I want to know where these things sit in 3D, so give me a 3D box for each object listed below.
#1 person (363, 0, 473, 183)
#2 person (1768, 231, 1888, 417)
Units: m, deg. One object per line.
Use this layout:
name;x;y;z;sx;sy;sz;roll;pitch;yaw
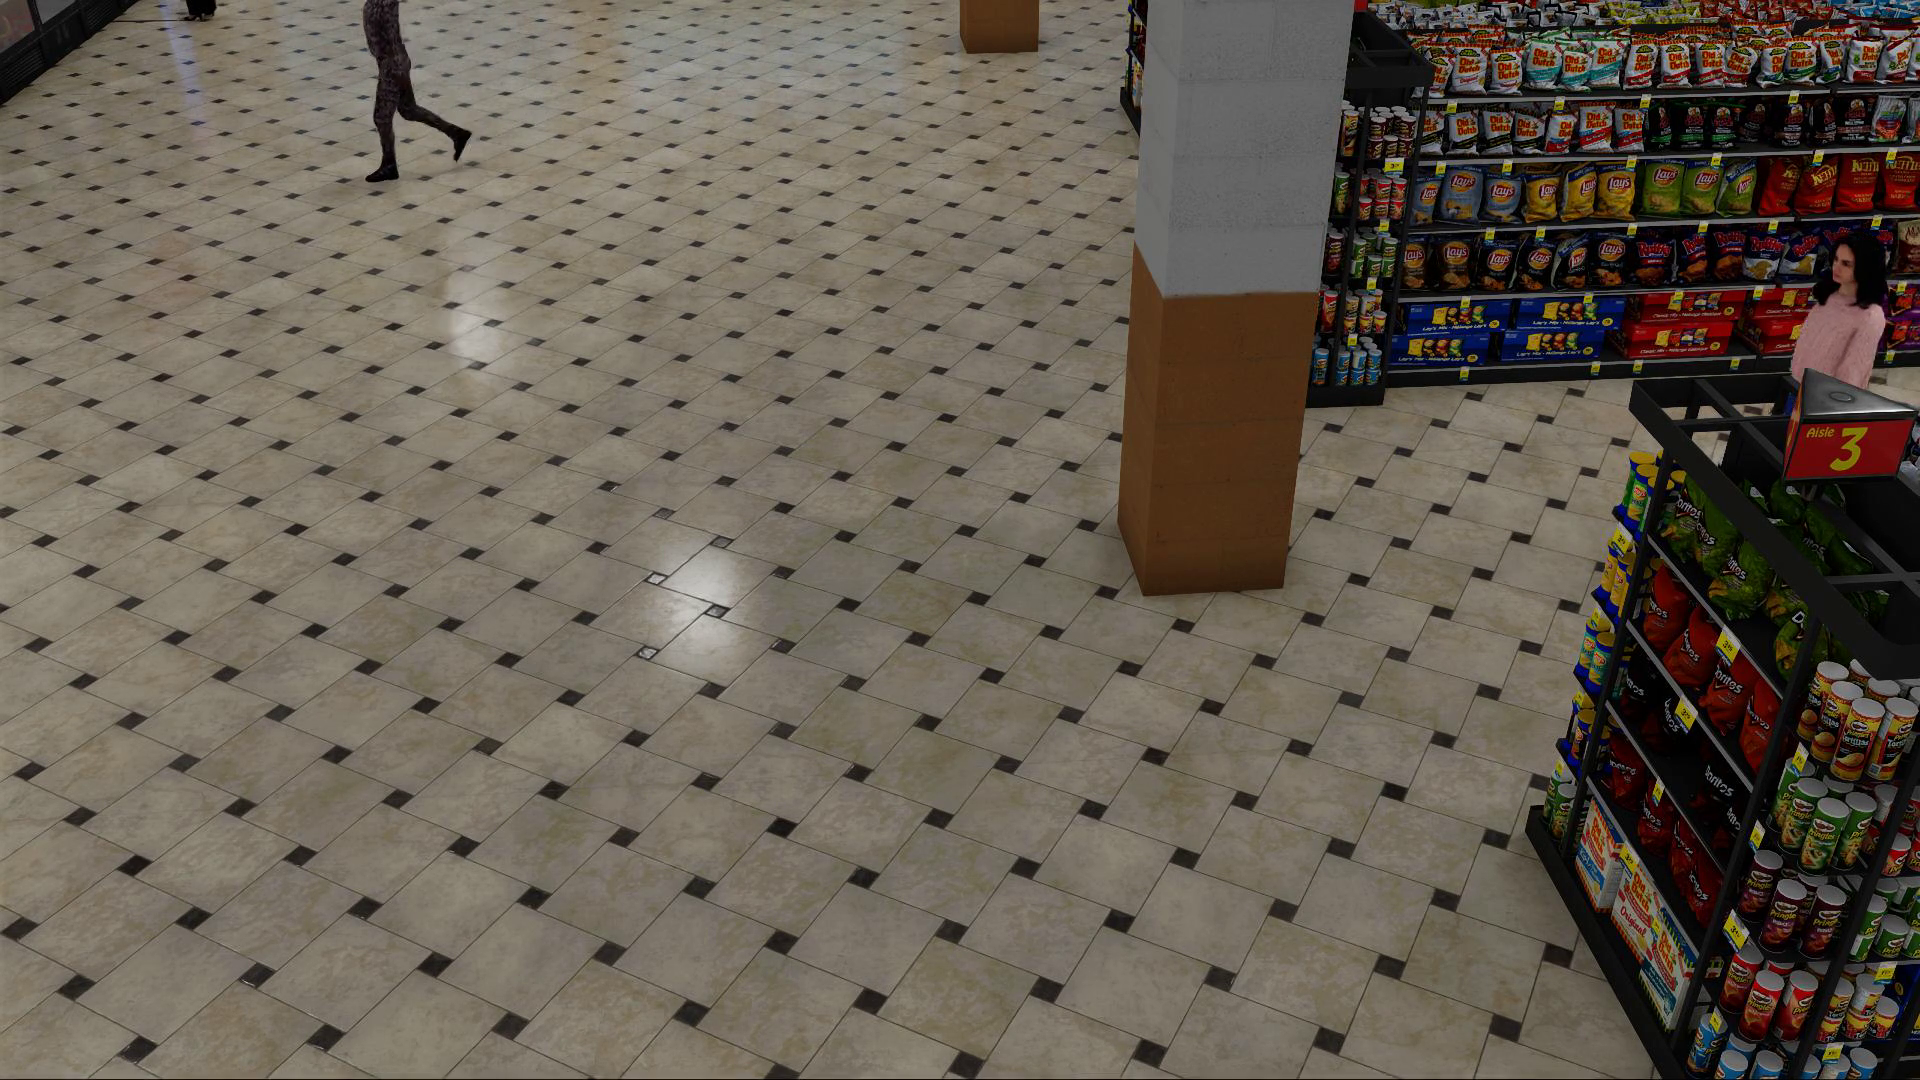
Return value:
person;-4.214;-3.574;12.622;1.172;1.687;0.886;-16;35;-24
person;4.123;-0.593;7.799;1.137;1.722;0.668;-3;32;-5
